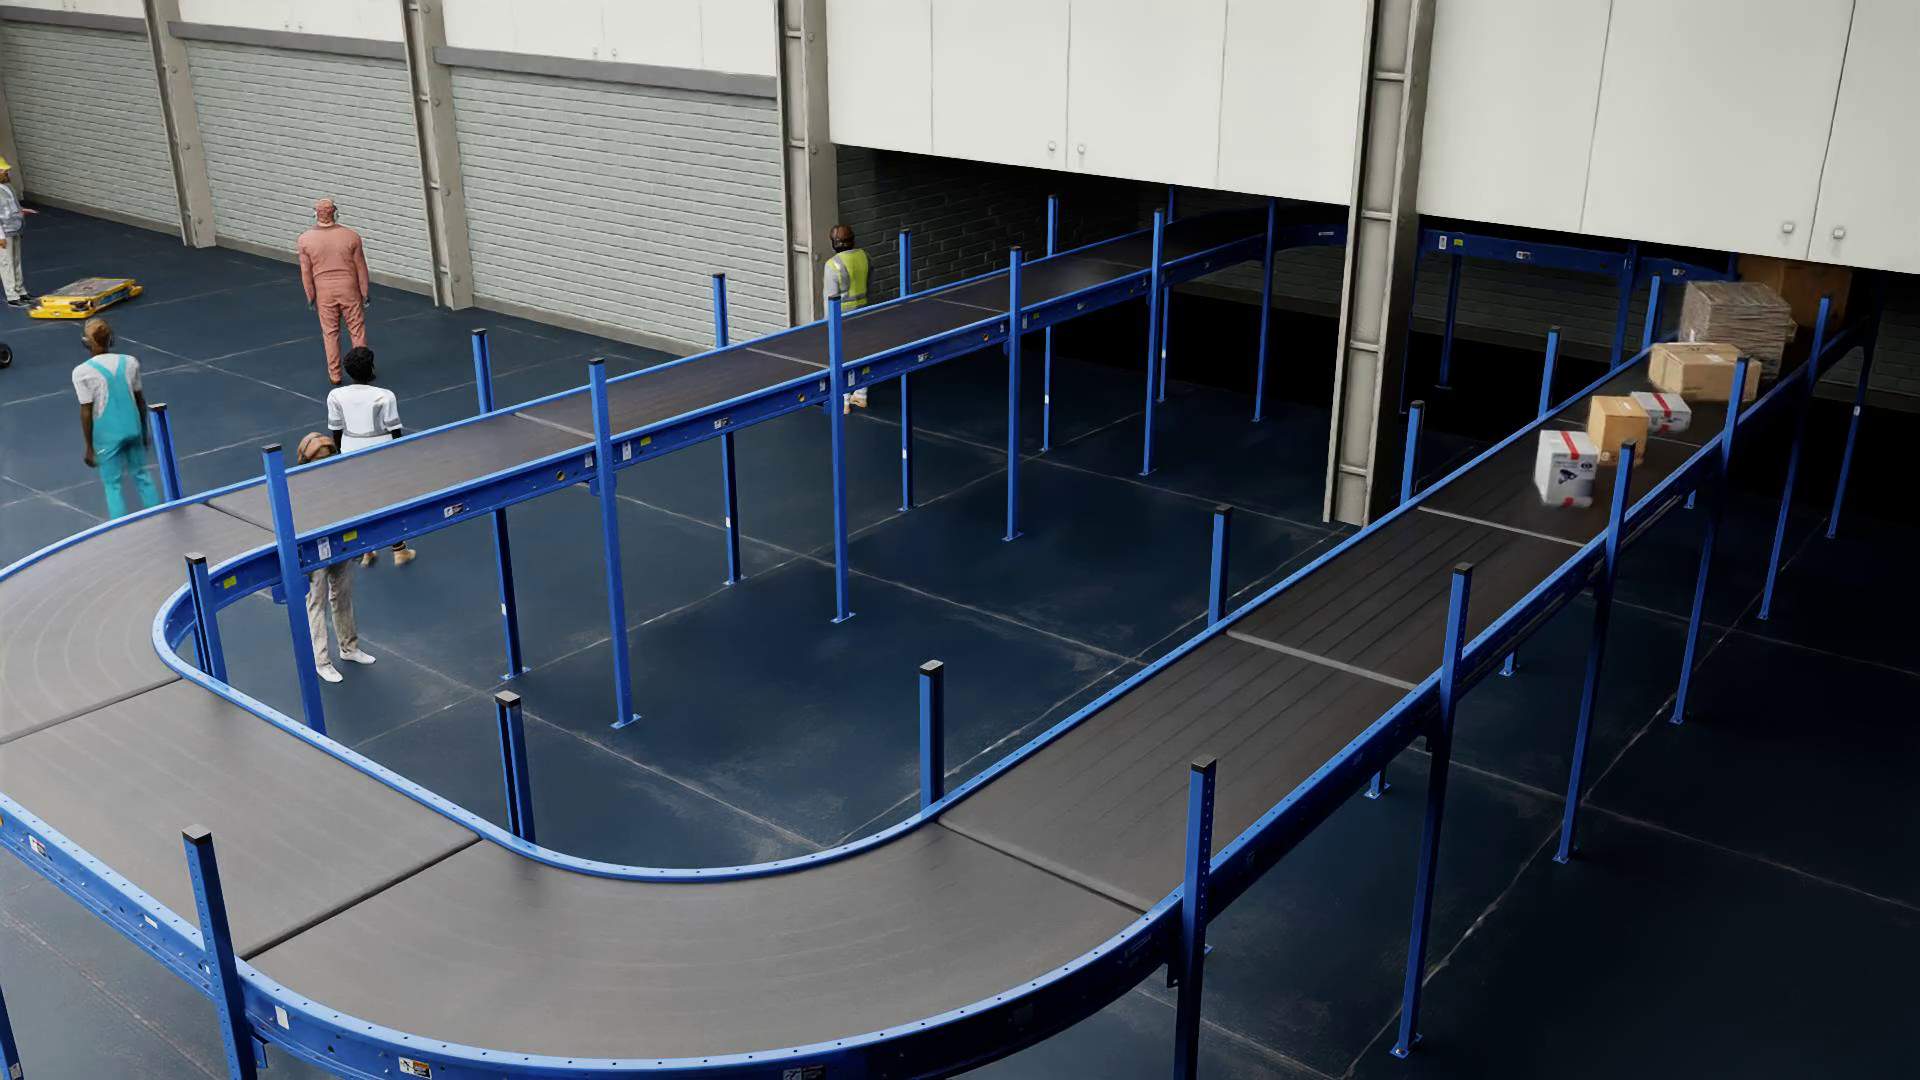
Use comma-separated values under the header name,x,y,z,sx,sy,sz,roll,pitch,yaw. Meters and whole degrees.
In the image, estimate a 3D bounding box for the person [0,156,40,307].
name,x,y,z,sx,sy,sz,roll,pitch,yaw
person,-11.593,-3.768,20.260,0.404,1.835,0.587,-3,22,-7

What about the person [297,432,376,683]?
name,x,y,z,sx,sy,sz,roll,pitch,yaw
person,-4.069,0.095,10.707,0.310,1.639,0.514,10,23,23

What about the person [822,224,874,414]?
name,x,y,z,sx,sy,sz,roll,pitch,yaw
person,-1.113,-2.148,16.138,0.429,1.841,0.625,16,27,35

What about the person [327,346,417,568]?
name,x,y,z,sx,sy,sz,roll,pitch,yaw
person,-4.401,-0.612,12.427,0.540,1.695,0.317,0,21,1

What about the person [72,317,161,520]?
name,x,y,z,sx,sy,sz,roll,pitch,yaw
person,-6.418,-0.785,12.671,0.337,1.843,0.528,14,26,32

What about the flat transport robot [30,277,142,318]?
name,x,y,z,sx,sy,sz,roll,pitch,yaw
flat transport robot,-10.685,-2.980,20.357,0.652,0.197,1.431,0,22,1

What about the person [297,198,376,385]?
name,x,y,z,sx,sy,sz,roll,pitch,yaw
person,-6.370,-2.536,17.030,0.639,1.910,0.407,-6,22,-15
